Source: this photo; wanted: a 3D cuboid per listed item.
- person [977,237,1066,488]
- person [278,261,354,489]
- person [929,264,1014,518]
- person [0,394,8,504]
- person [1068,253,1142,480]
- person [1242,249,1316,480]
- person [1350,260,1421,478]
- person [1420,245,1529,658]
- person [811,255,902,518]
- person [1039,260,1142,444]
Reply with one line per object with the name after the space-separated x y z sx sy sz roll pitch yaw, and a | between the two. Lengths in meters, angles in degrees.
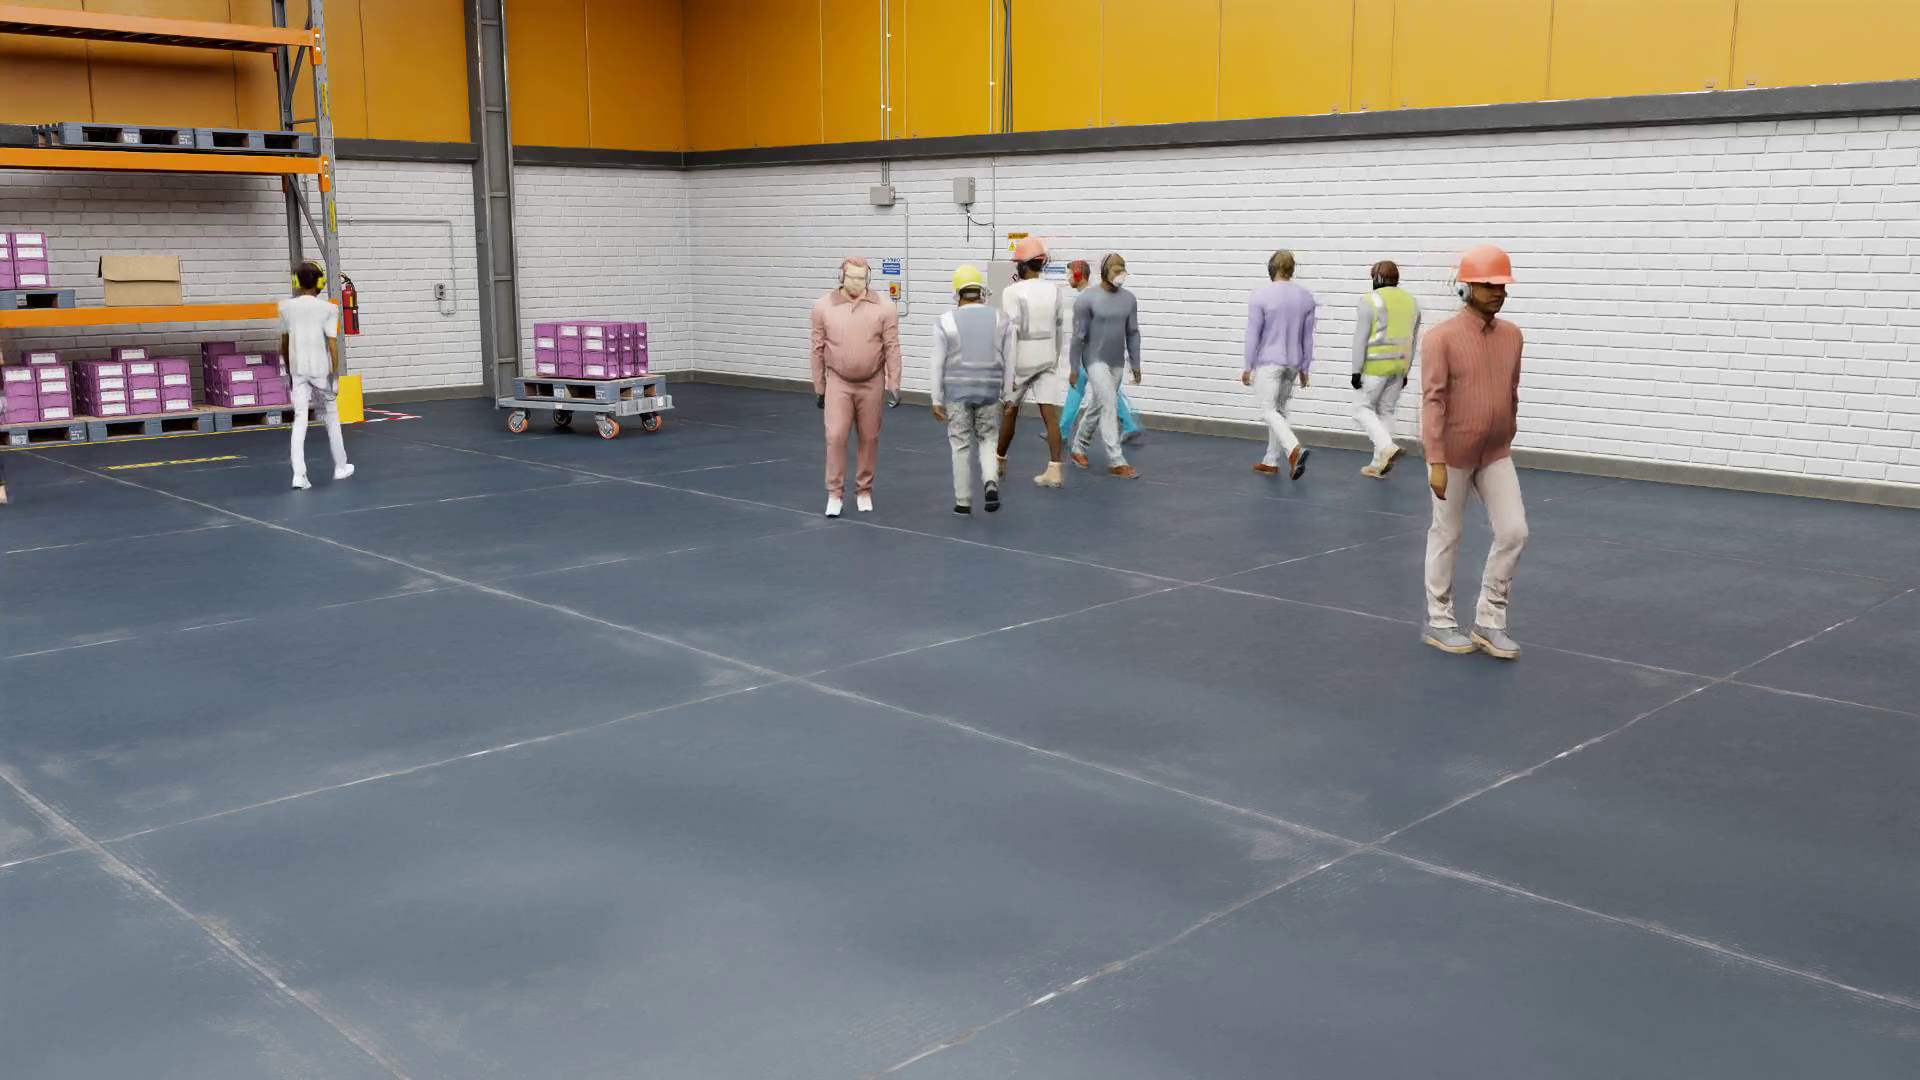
0.533 -1.445 13.542 0.636 1.989 1.052 -7 12 -32 | person
-5.257 -1.336 13.488 0.517 1.812 0.995 -1 10 -5 | person
0.087 -1.045 11.844 0.616 1.816 0.462 -2 11 -13 | person
-7.379 -1.037 12.195 0.546 1.661 0.752 4 11 22 | person
1.217 -1.488 14.141 0.641 1.885 1.024 -8 13 -36 | person
2.678 -1.438 13.739 0.631 1.918 0.830 -5 12 -25 | person
3.545 -1.397 13.791 0.660 1.816 0.550 -5 12 -26 | person
2.466 -0.397 7.885 0.638 1.967 0.678 -4 11 -21 | person
-0.740 -1.097 11.992 0.643 1.871 0.773 -1 10 -6 | person
1.291 -1.792 16.044 0.990 1.794 0.618 2 11 12 | person
